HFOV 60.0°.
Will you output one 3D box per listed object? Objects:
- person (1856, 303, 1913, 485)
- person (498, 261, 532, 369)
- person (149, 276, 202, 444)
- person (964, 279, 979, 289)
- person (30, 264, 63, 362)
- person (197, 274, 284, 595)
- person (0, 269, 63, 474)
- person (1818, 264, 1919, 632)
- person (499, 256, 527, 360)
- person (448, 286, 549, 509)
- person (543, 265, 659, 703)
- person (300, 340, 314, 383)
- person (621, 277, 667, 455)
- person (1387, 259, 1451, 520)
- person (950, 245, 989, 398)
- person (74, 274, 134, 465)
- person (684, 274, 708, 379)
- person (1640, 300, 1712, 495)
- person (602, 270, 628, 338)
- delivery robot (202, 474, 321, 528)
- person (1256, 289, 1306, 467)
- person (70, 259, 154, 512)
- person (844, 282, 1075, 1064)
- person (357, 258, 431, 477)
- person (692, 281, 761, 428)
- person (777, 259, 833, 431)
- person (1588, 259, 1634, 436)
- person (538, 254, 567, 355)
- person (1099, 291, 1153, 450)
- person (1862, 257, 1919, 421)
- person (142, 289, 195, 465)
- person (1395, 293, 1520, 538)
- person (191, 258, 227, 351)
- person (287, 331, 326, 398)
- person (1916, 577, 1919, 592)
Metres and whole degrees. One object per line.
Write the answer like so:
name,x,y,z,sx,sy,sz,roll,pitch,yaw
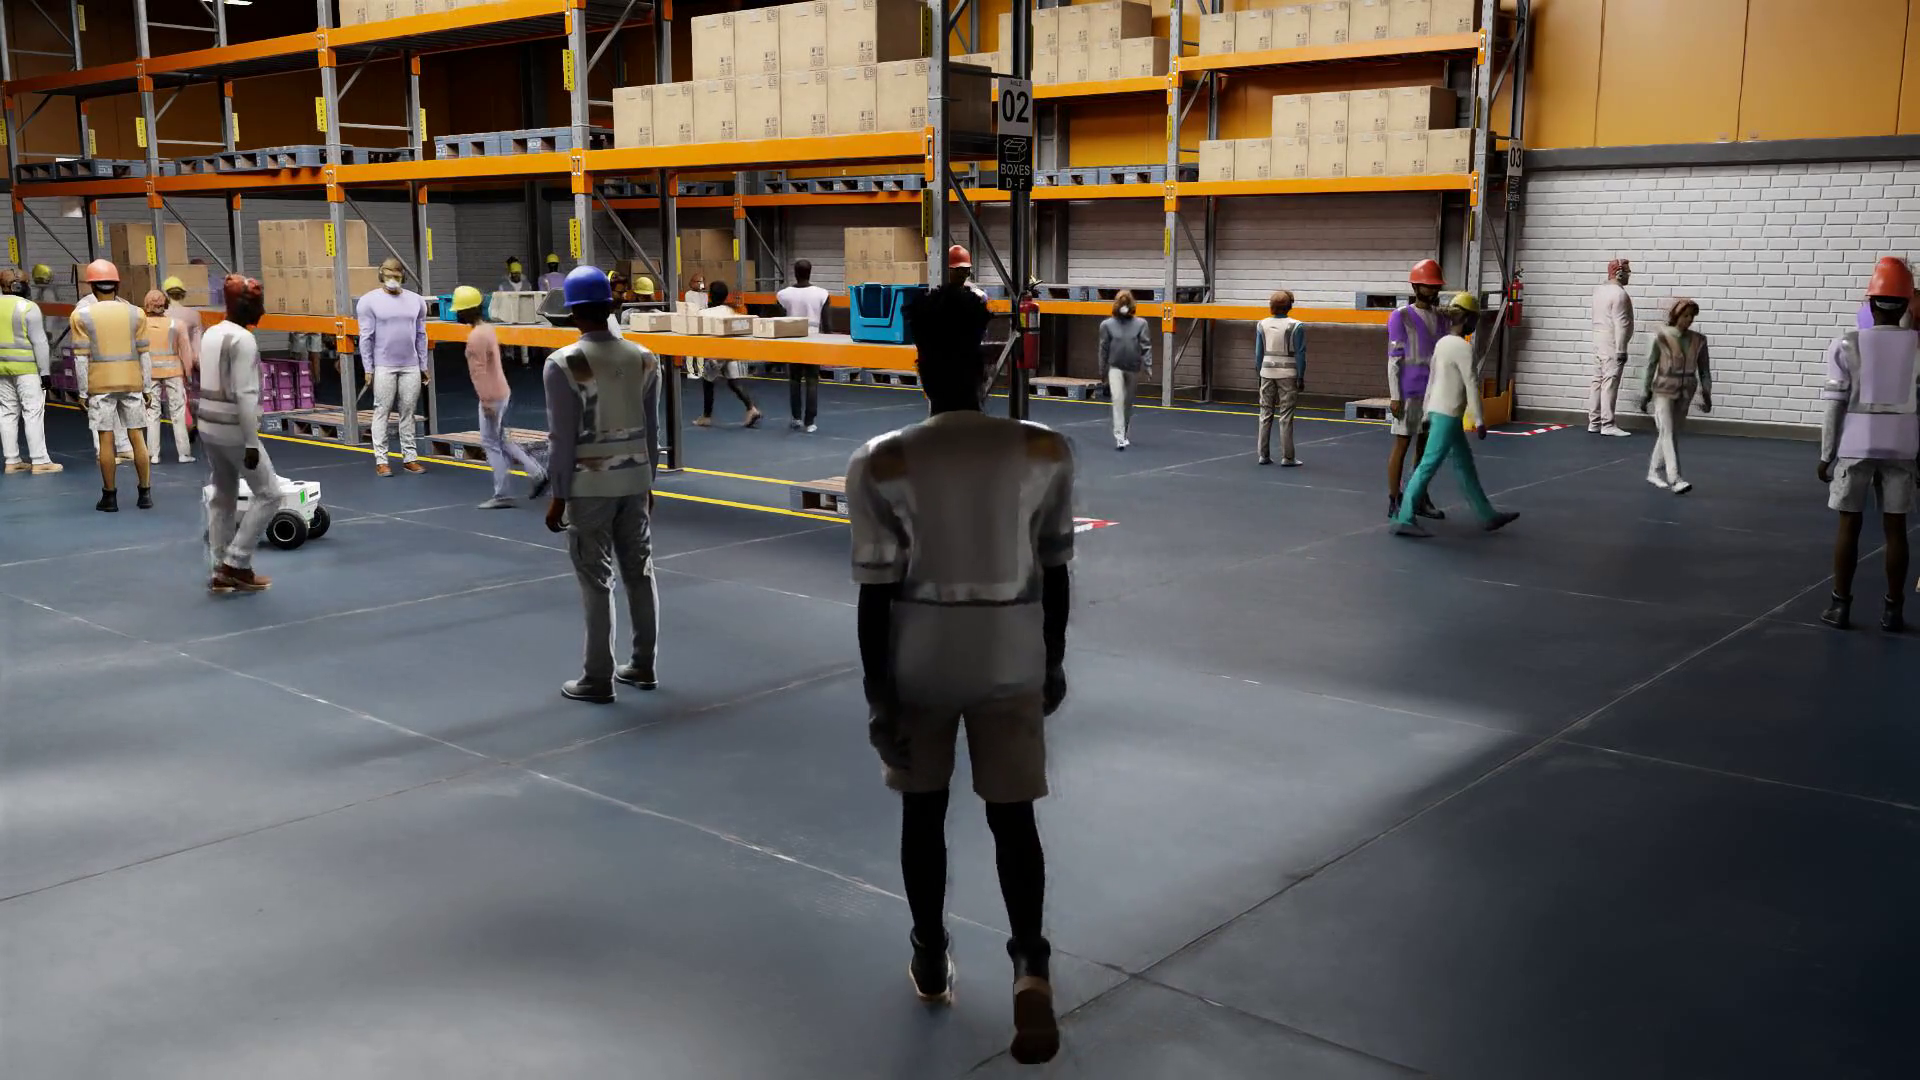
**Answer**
person,7.869,-1.385,14.229,0.373,1.840,0.570,-2,10,-12
person,-7.478,-3.782,27.981,0.602,1.806,0.759,-6,12,-31
person,-8.126,-1.874,17.315,0.831,1.738,0.522,9,13,42
person,-0.062,-2.503,20.453,0.646,1.901,0.401,-3,10,-17
person,-13.395,-3.172,24.556,0.879,1.794,0.588,-5,11,-26
person,-4.211,-0.601,9.676,0.616,1.867,0.419,9,13,41
person,-8.435,-1.508,14.946,0.634,1.838,0.429,2,10,13
person,4.846,-0.480,8.808,0.548,1.937,0.379,4,11,21
person,-8.062,-4.185,30.092,0.520,1.874,0.327,-4,11,-19
person,-3.590,-1.090,12.853,0.629,1.738,0.541,-1,10,-5
person,-1.604,-0.244,7.442,0.403,1.944,0.605,8,13,37
person,-9.875,-3.173,25.095,0.567,1.587,0.739,-3,10,-14
person,-3.069,-1.681,16.212,0.483,1.738,0.313,-7,12,-34
person,3.431,-1.107,12.380,0.545,1.938,0.359,-5,11,-25
person,-0.023,-1.523,14.443,0.615,2.043,0.373,-4,11,-22
person,-7.957,-1.627,15.618,0.429,1.839,0.633,3,10,15
person,-4.082,-3.318,25.857,0.276,1.629,0.497,7,12,34
person,5.948,-1.179,13.779,0.536,1.588,0.875,-2,10,-9
person,-2.571,-1.054,12.288,0.329,1.865,0.510,0,10,-3
delivery robot,-4.757,-0.279,11.333,0.707,0.478,0.477,0,10,-1
person,2.973,-1.501,15.457,0.514,1.645,0.309,9,13,41
person,-6.517,-1.183,12.808,0.544,1.939,0.353,-8,13,-39
person,0.020,0.331,4.175,0.604,1.944,0.800,-1,10,-7
person,-5.022,-1.534,14.825,0.629,1.934,0.377,-9,13,-40
person,-2.639,-2.086,18.730,0.821,1.664,0.537,5,11,26
person,-1.717,-2.167,18.545,0.604,1.896,0.694,0,10,1
person,7.070,-2.080,18.004,0.401,1.910,0.642,0,10,-2
person,-6.851,-3.871,28.163,0.585,1.921,0.383,-6,11,-29
person,1.668,-1.717,16.836,0.514,1.587,0.852,-1,10,-4
person,8.863,-1.676,15.612,0.776,1.942,0.479,5,11,26
person,-7.459,-1.518,15.563,0.523,1.639,0.306,-3,10,-15
person,3.500,-0.864,11.645,0.932,1.698,0.558,0,10,1
person,-11.105,-3.197,24.455,0.666,1.885,0.739,-6,12,-31
person,-8.874,-2.887,22.561,0.561,1.921,0.482,-8,13,-39
person,5.771,-0.491,9.557,0.315,1.695,0.541,0,10,2
